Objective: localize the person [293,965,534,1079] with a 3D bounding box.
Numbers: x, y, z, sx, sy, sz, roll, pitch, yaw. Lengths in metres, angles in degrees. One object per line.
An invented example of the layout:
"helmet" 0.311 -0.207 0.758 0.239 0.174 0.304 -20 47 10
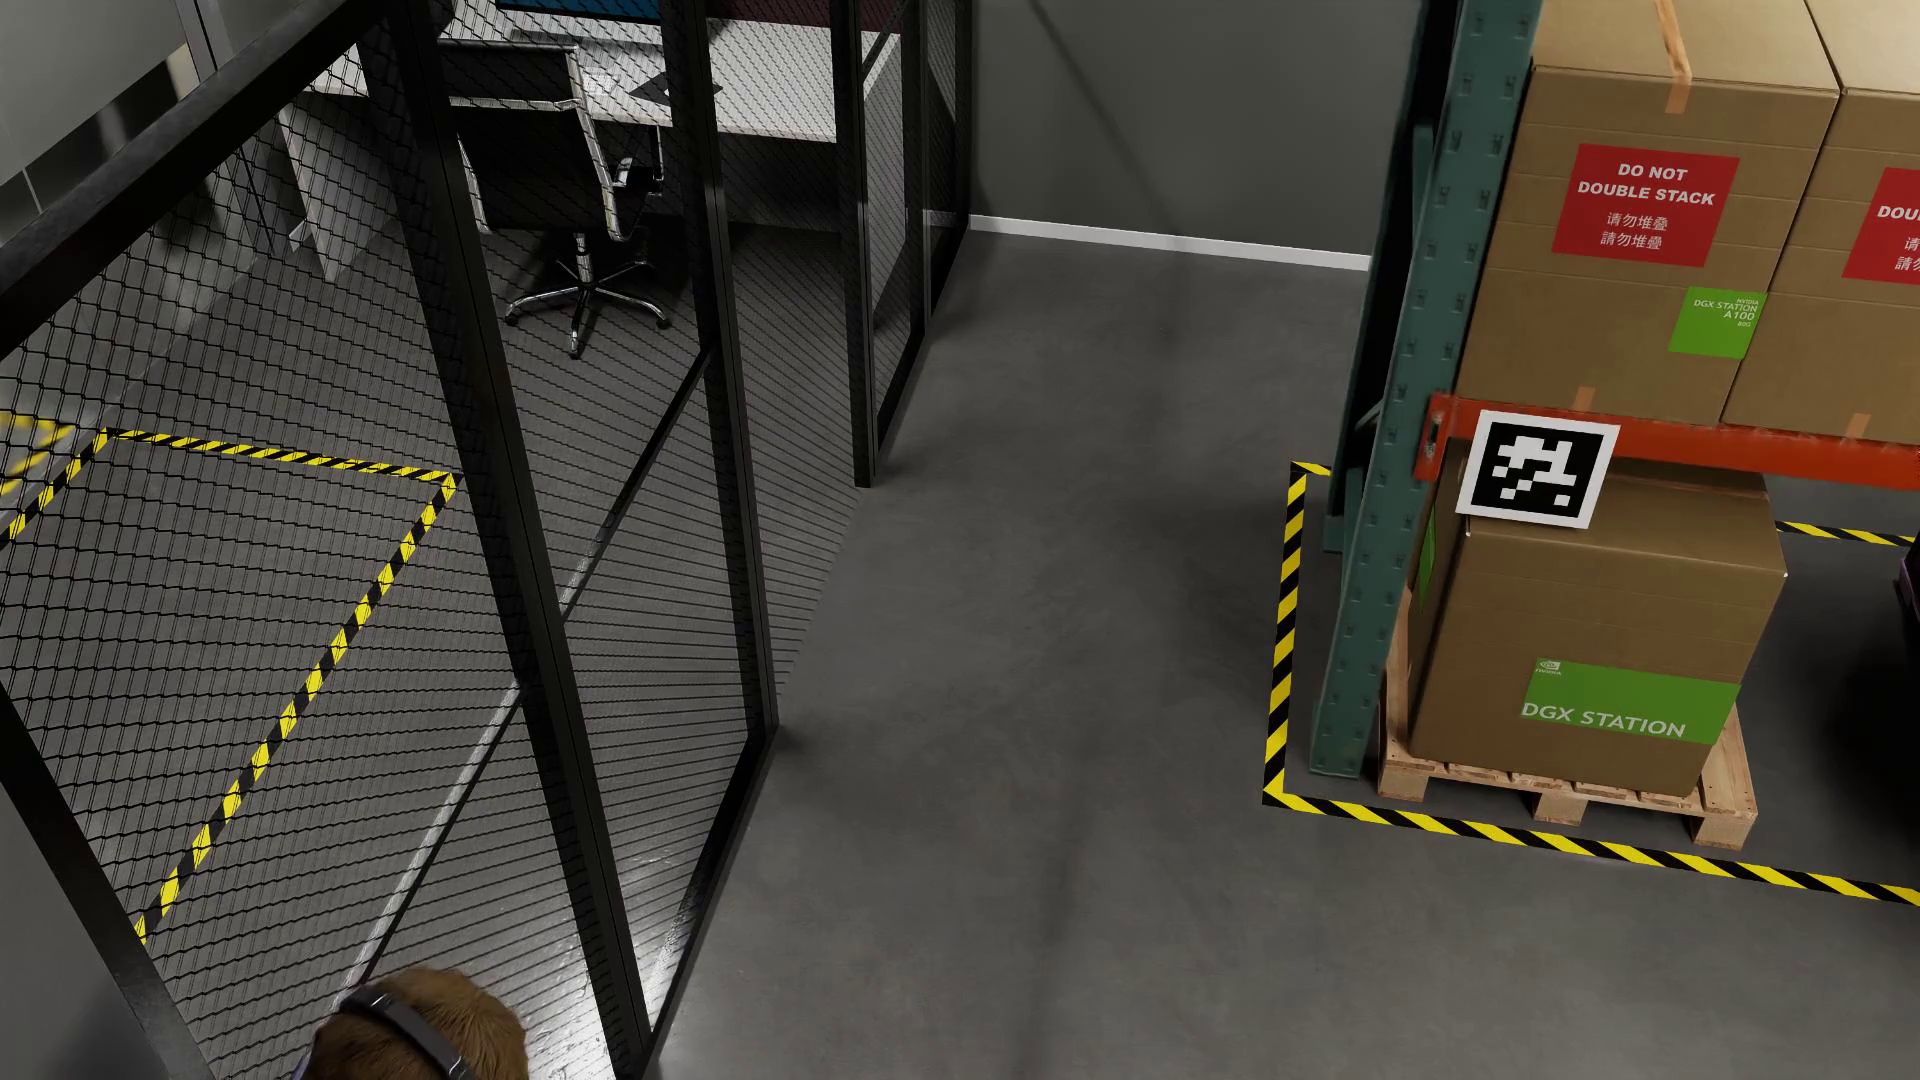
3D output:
"person" -0.516 1.156 2.166 0.627 1.941 0.372 20 45 21
